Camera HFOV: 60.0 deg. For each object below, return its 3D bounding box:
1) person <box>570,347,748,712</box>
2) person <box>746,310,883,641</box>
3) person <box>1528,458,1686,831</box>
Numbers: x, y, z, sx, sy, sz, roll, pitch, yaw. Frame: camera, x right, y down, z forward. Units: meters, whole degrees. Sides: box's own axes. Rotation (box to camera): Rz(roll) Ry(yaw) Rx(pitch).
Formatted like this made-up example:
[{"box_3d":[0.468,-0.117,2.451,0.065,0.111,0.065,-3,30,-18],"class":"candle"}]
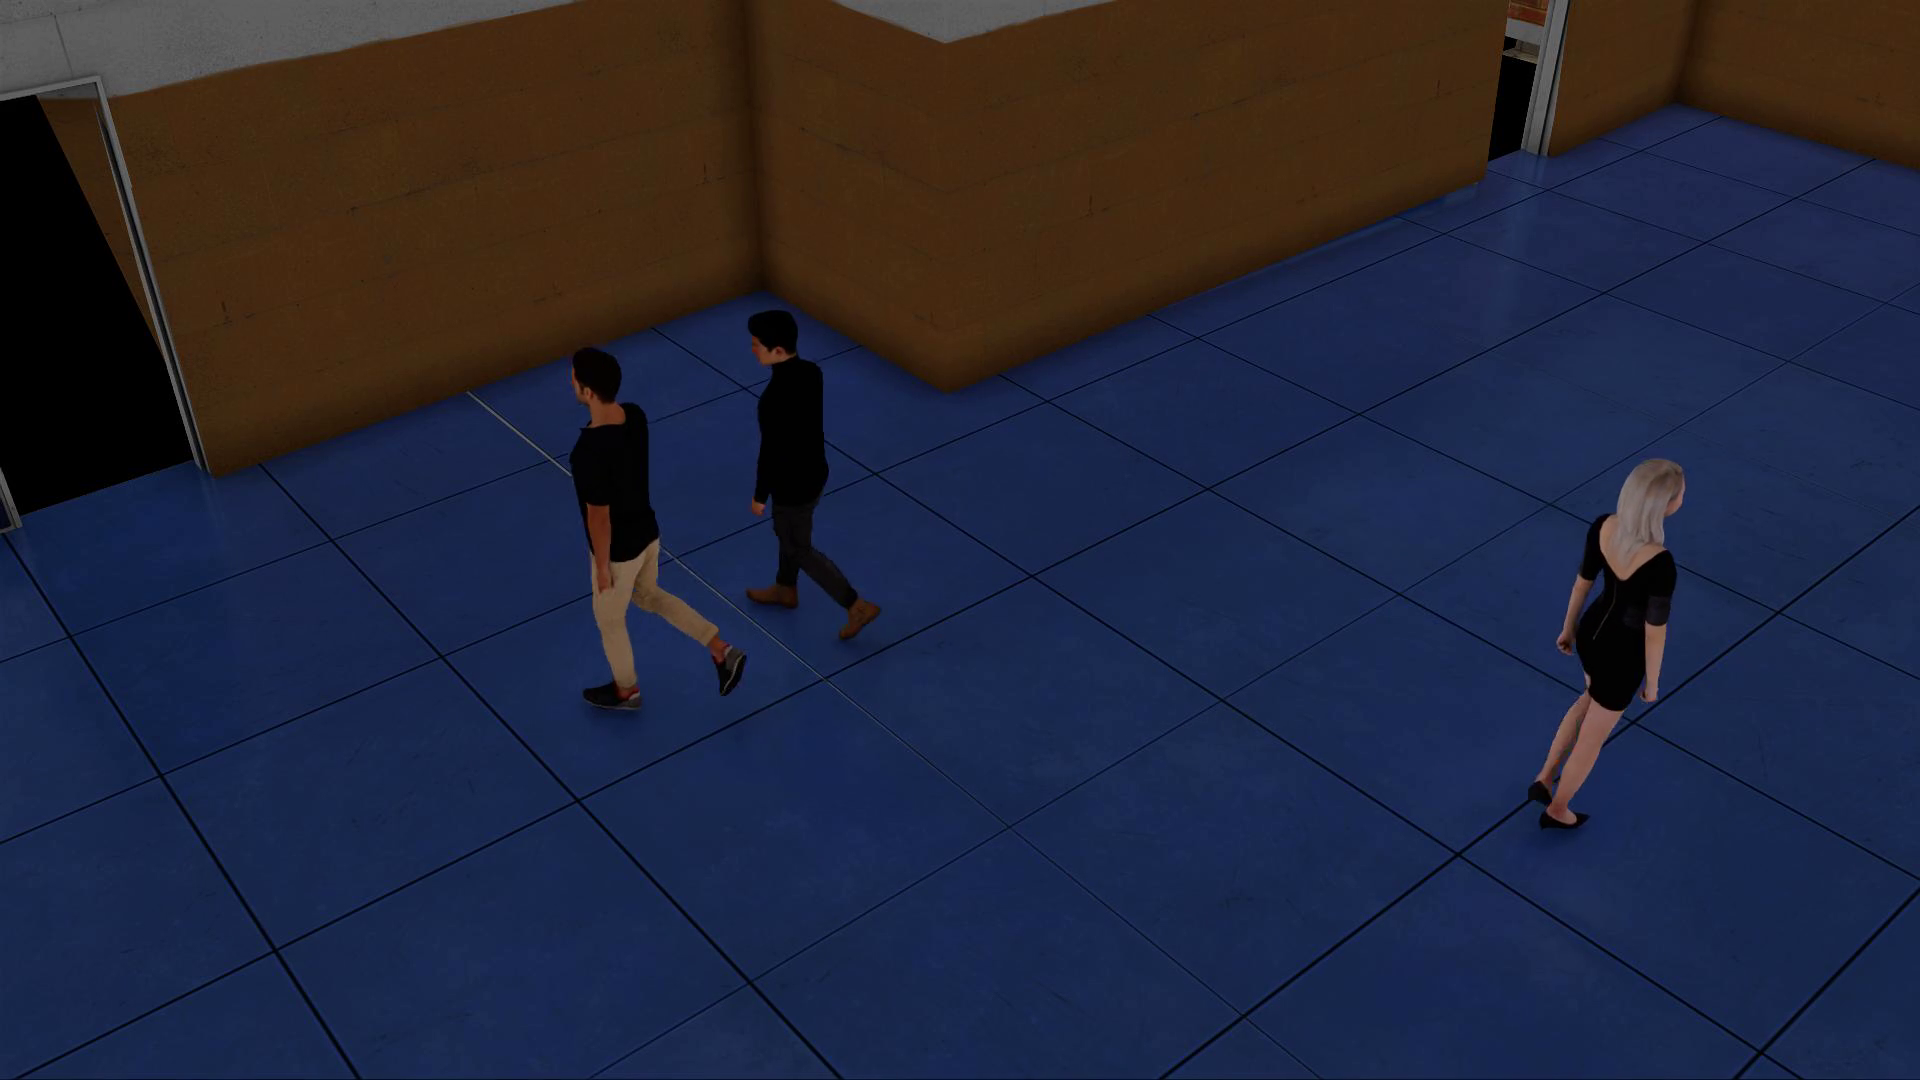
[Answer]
[{"box_3d":[-1.372,0.024,7.214,1.113,1.839,0.960,11,35,15],"class":"person"},{"box_3d":[-0.711,-0.286,7.820,1.114,1.710,0.993,9,35,13],"class":"person"},{"box_3d":[2.482,0.486,6.563,0.737,1.816,0.651,-14,36,-20],"class":"person"}]
